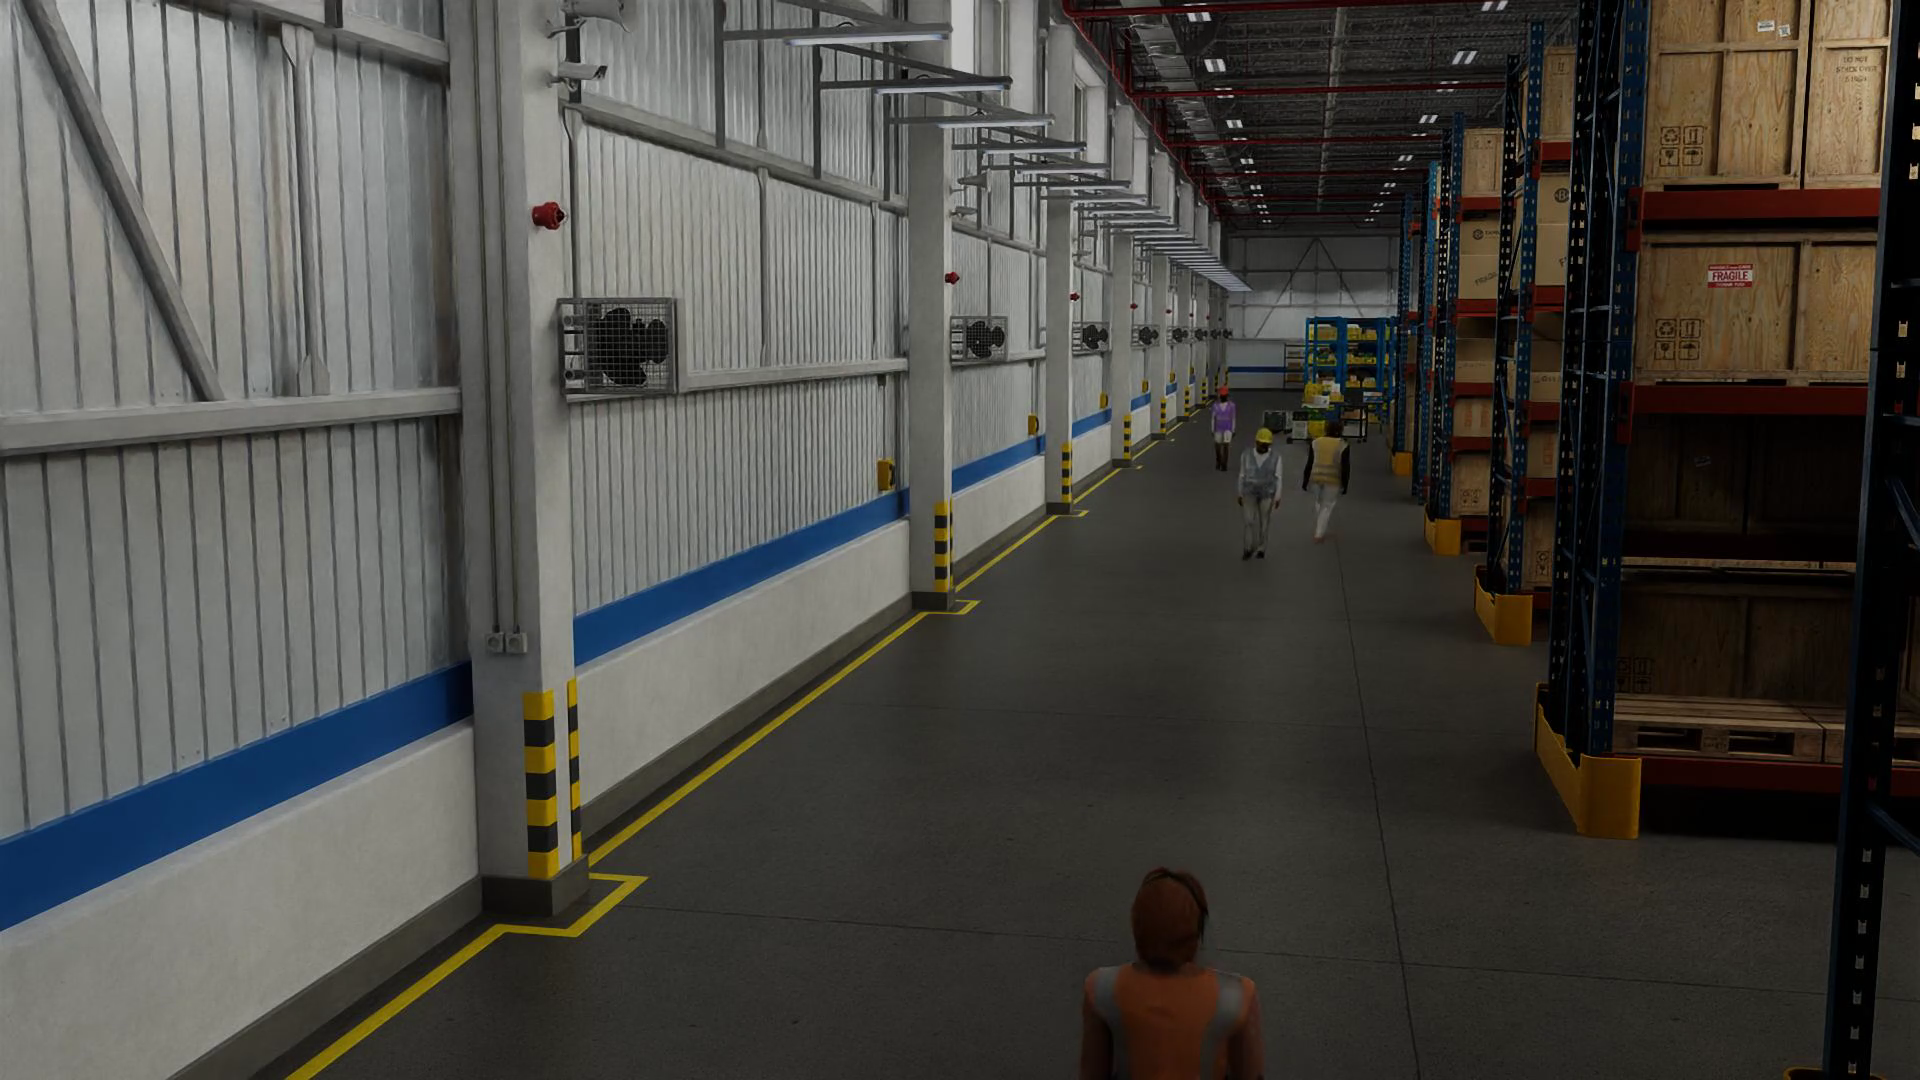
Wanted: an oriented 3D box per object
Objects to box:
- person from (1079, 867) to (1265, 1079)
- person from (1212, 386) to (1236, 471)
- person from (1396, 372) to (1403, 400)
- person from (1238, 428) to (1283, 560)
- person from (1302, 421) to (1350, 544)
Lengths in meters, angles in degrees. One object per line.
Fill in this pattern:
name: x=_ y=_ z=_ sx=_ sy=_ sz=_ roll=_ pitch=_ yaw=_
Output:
person: x=0.573 y=1.720 z=4.597 sx=0.524 sy=1.621 sz=0.613 roll=2 pitch=7 yaw=18
person: x=5.869 y=-2.476 z=37.066 sx=0.540 sy=1.920 sz=0.426 roll=2 pitch=7 yaw=16
person: x=15.880 y=-5.258 z=59.635 sx=0.590 sy=1.835 sz=0.404 roll=-1 pitch=7 yaw=-10
person: x=4.055 y=-0.611 z=22.559 sx=0.603 sy=1.797 sz=0.783 roll=2 pitch=7 yaw=15
person: x=5.452 y=-0.849 z=24.522 sx=0.693 sy=1.794 sz=0.858 roll=6 pitch=9 yaw=39
